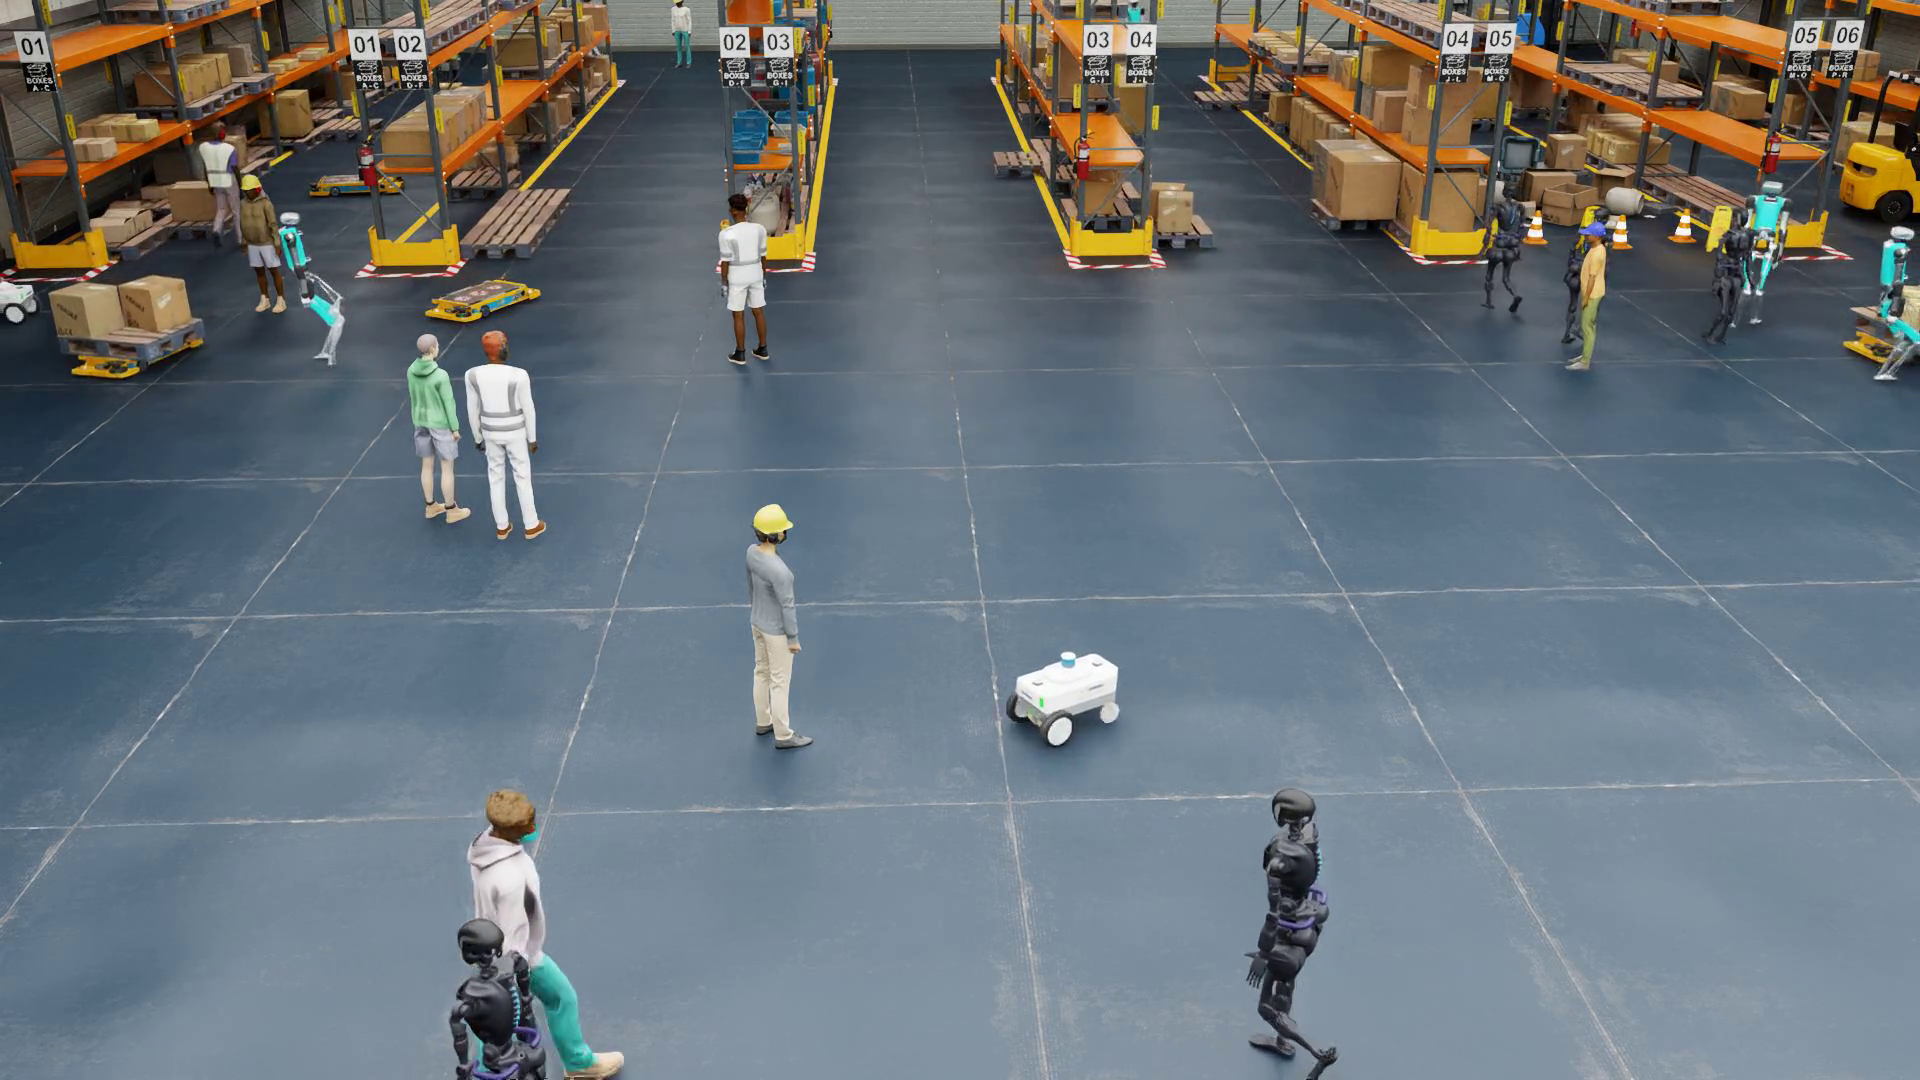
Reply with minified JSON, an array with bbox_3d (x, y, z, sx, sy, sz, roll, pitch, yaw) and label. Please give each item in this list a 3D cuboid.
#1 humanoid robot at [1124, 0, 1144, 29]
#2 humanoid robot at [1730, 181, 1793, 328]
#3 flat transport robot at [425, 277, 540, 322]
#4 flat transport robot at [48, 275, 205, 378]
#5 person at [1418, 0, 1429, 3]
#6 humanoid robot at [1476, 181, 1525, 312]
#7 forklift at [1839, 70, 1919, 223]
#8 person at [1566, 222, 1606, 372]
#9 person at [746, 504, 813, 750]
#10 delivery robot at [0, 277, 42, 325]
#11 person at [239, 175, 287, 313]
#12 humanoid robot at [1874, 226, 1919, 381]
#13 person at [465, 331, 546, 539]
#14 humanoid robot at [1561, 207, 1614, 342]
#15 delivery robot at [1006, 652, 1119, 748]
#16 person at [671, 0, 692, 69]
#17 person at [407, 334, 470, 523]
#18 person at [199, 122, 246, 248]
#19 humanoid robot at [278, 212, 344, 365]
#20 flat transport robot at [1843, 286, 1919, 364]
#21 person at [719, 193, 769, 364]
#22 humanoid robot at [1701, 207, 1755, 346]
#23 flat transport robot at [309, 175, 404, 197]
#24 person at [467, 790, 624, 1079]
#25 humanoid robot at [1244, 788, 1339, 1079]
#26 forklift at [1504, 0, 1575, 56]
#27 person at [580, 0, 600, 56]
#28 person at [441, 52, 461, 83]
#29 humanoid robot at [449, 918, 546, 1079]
[{"bbox_3d":[4.165,-11.647,38.953,0.551,1.861,0.788,-8,25,-18],"label":"humanoid robot"},{"bbox_3d":[9.827,-3.450,20.423,0.544,1.784,0.788,8,25,17],"label":"humanoid robot"},{"bbox_3d":[-6.139,-3.096,21.429,0.659,0.231,1.431,12,27,25],"label":"flat transport robot"},{"bbox_3d":[-9.587,-2.193,19.400,0.659,0.231,1.431,6,25,13],"label":"flat transport robot"},{"bbox_3d":[11.705,-13.051,41.918,0.395,1.799,0.585,-11,26,-24],"label":"person"},{"bbox_3d":[6.920,-3.714,21.112,0.608,1.638,0.592,-8,25,-18],"label":"humanoid robot"},{"bbox_3d":[15.132,-6.143,25.915,2.313,2.155,1.214,-1,24,-2],"label":"forklift"},{"bbox_3d":[7.132,-2.779,18.948,0.390,1.709,0.436,9,25,19],"label":"person"},{"bbox_3d":[-1.256,0.585,11.317,0.306,1.768,0.523,-16,29,-32],"label":"person"},{"bbox_3d":[-12.028,-3.013,20.881,0.788,0.587,0.499,-2,24,-4],"label":"delivery robot"},{"bbox_3d":[-8.862,-3.772,21.118,0.542,1.757,0.414,5,24,11],"label":"person"},{"bbox_3d":[10.484,-2.548,18.458,0.728,1.843,0.531,5,24,11],"label":"humanoid robot"},{"bbox_3d":[-3.972,-0.905,14.524,0.574,1.882,0.362,2,24,4],"label":"person"},{"bbox_3d":[7.440,-3.147,19.809,0.351,1.649,0.616,-16,28,-31],"label":"humanoid robot"},{"bbox_3d":[0.737,1.090,11.696,0.818,0.614,0.499,-15,28,-30],"label":"delivery robot"},{"bbox_3d":[-6.775,-12.378,40.457,0.524,1.758,0.337,9,26,19],"label":"person"},{"bbox_3d":[-4.706,-0.995,14.911,0.464,1.731,0.324,10,26,20],"label":"person"},{"bbox_3d":[-10.628,-5.108,24.023,0.585,1.828,0.607,3,24,7],"label":"person"},{"bbox_3d":[-7.388,-2.879,19.190,0.668,1.838,0.530,-10,26,-20],"label":"humanoid robot"},{"bbox_3d":[11.295,-2.303,19.648,1.431,0.231,0.659,-4,24,-9],"label":"flat transport robot"},{"bbox_3d":[-2.487,-3.008,19.165,0.600,1.957,0.381,-17,29,-33],"label":"person"},{"bbox_3d":[9.190,-3.136,19.786,0.593,1.655,0.332,-10,26,-22],"label":"humanoid robot"},{"bbox_3d":[-10.079,-5.935,27.807,1.431,0.231,0.659,-5,24,-10],"label":"flat transport robot"},{"bbox_3d":[-2.052,1.962,8.095,0.799,1.872,0.488,-19,30,-36],"label":"person"},{"bbox_3d":[1.730,1.966,8.317,0.505,1.641,0.589,14,28,28],"label":"humanoid robot"},{"bbox_3d":[14.700,-13.805,42.301,1.873,2.768,1.129,-1,24,-2],"label":"forklift"},{"bbox_3d":[-8.976,-12.326,40.217,0.488,1.851,0.536,7,25,15],"label":"person"},{"bbox_3d":[-11.267,-10.640,36.655,0.532,1.679,0.608,-2,24,-4],"label":"person"},{"bbox_3d":[-2.031,2.392,7.360,0.314,1.643,0.608,8,25,17],"label":"humanoid robot"}]
